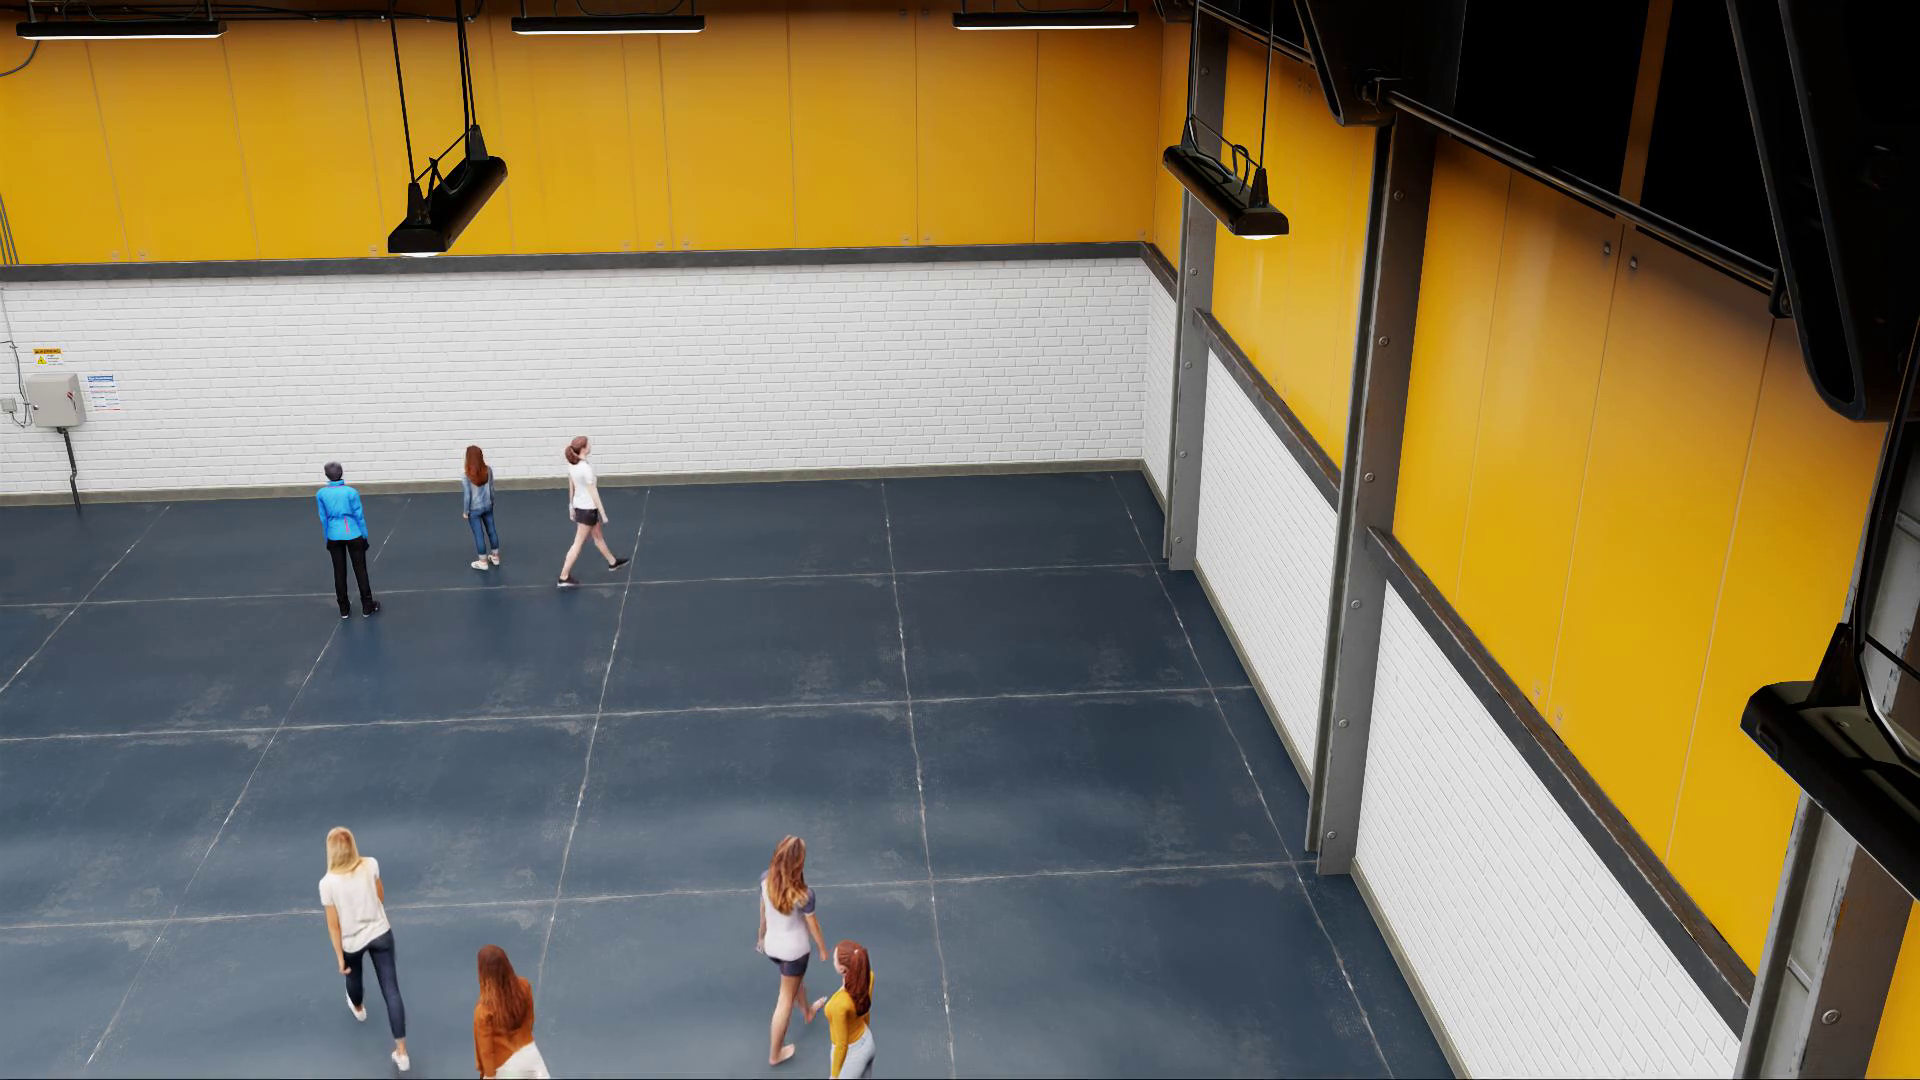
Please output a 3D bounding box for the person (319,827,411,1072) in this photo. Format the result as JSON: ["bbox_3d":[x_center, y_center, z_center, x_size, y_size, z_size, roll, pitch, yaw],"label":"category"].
[{"bbox_3d":[-3.991,2.796,11.289,0.974,1.755,1.285,-15,28,-31],"label":"person"}]

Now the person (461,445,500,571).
[{"bbox_3d":[-5.453,-0.381,18.905,0.691,1.477,0.630,19,30,36],"label":"person"}]

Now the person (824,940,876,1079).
[{"bbox_3d":[-0.663,3.215,10.337,0.749,1.750,0.651,11,26,24],"label":"person"}]

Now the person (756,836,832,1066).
[{"bbox_3d":[-1.232,2.824,11.298,0.951,1.698,1.023,17,29,34],"label":"person"}]

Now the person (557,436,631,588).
[{"bbox_3d":[-4.209,-0.269,18.370,1.112,1.701,1.148,-20,31,-38],"label":"person"}]

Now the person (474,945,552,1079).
[{"bbox_3d":[-2.706,3.287,10.270,1.150,1.672,1.122,17,29,33],"label":"person"}]

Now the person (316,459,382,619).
[{"bbox_3d":[-6.538,-0.015,17.679,0.593,1.788,0.526,-2,24,-5],"label":"person"}]
